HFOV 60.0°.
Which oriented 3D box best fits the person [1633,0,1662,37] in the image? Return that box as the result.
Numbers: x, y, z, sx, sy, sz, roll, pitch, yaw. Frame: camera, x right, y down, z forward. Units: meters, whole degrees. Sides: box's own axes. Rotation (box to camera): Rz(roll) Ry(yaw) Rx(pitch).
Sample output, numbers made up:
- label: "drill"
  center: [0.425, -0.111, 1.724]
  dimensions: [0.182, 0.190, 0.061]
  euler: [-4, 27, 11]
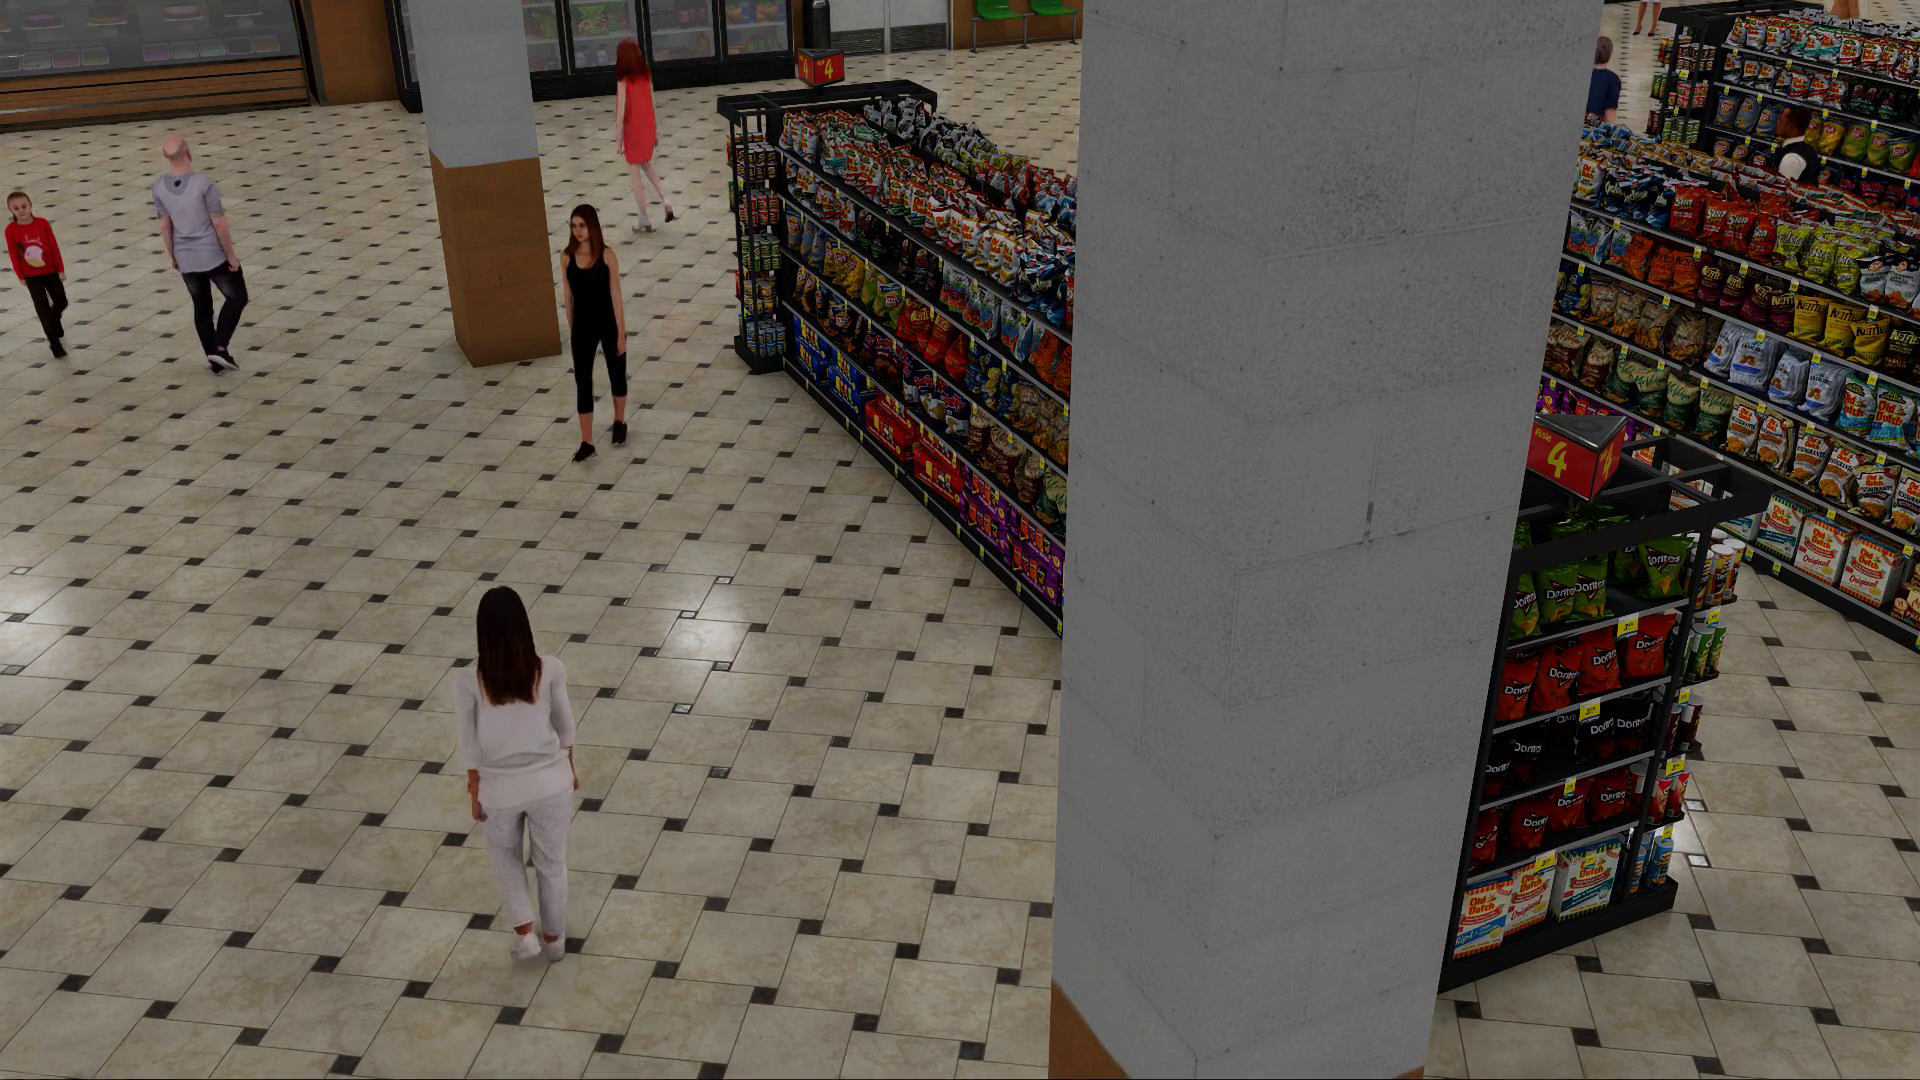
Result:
- label: "person"
  center: [10.498, -8.517, 25.102]
  dimensions: [0.620, 1.748, 0.705]
  euler: [14, 30, 25]

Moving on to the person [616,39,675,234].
- label: "person"
  center: [-2.960, -3.775, 15.680]
  dimensions: [0.872, 1.812, 0.780]
  euler: [20, 33, 34]

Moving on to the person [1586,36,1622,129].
- label: "person"
  center: [5.786, -3.733, 15.561]
  dimensions: [0.899, 1.844, 0.794]
  euler: [-21, 34, -36]

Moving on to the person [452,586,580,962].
- label: "person"
  center: [-1.685, 0.976, 6.455]
  dimensions: [0.634, 1.682, 0.668]
  euler: [-9, 28, -16]

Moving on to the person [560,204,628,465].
- label: "person"
  center: [-2.394, -1.429, 11.174]
  dimensions: [0.874, 1.702, 1.053]
  euler: [1, 27, 2]

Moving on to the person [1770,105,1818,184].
- label: "person"
  center: [6.367, -2.348, 12.757]
  dimensions: [0.835, 1.910, 0.822]
  euler: [24, 36, 39]

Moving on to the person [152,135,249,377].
- label: "person"
  center: [-5.611, -2.047, 12.262]
  dimensions: [0.866, 1.822, 0.937]
  euler: [2, 27, 4]

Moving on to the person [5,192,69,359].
- label: "person"
  center: [-7.167, -2.089, 12.952]
  dimensions: [0.629, 1.272, 0.840]
  euler: [-22, 34, -36]
